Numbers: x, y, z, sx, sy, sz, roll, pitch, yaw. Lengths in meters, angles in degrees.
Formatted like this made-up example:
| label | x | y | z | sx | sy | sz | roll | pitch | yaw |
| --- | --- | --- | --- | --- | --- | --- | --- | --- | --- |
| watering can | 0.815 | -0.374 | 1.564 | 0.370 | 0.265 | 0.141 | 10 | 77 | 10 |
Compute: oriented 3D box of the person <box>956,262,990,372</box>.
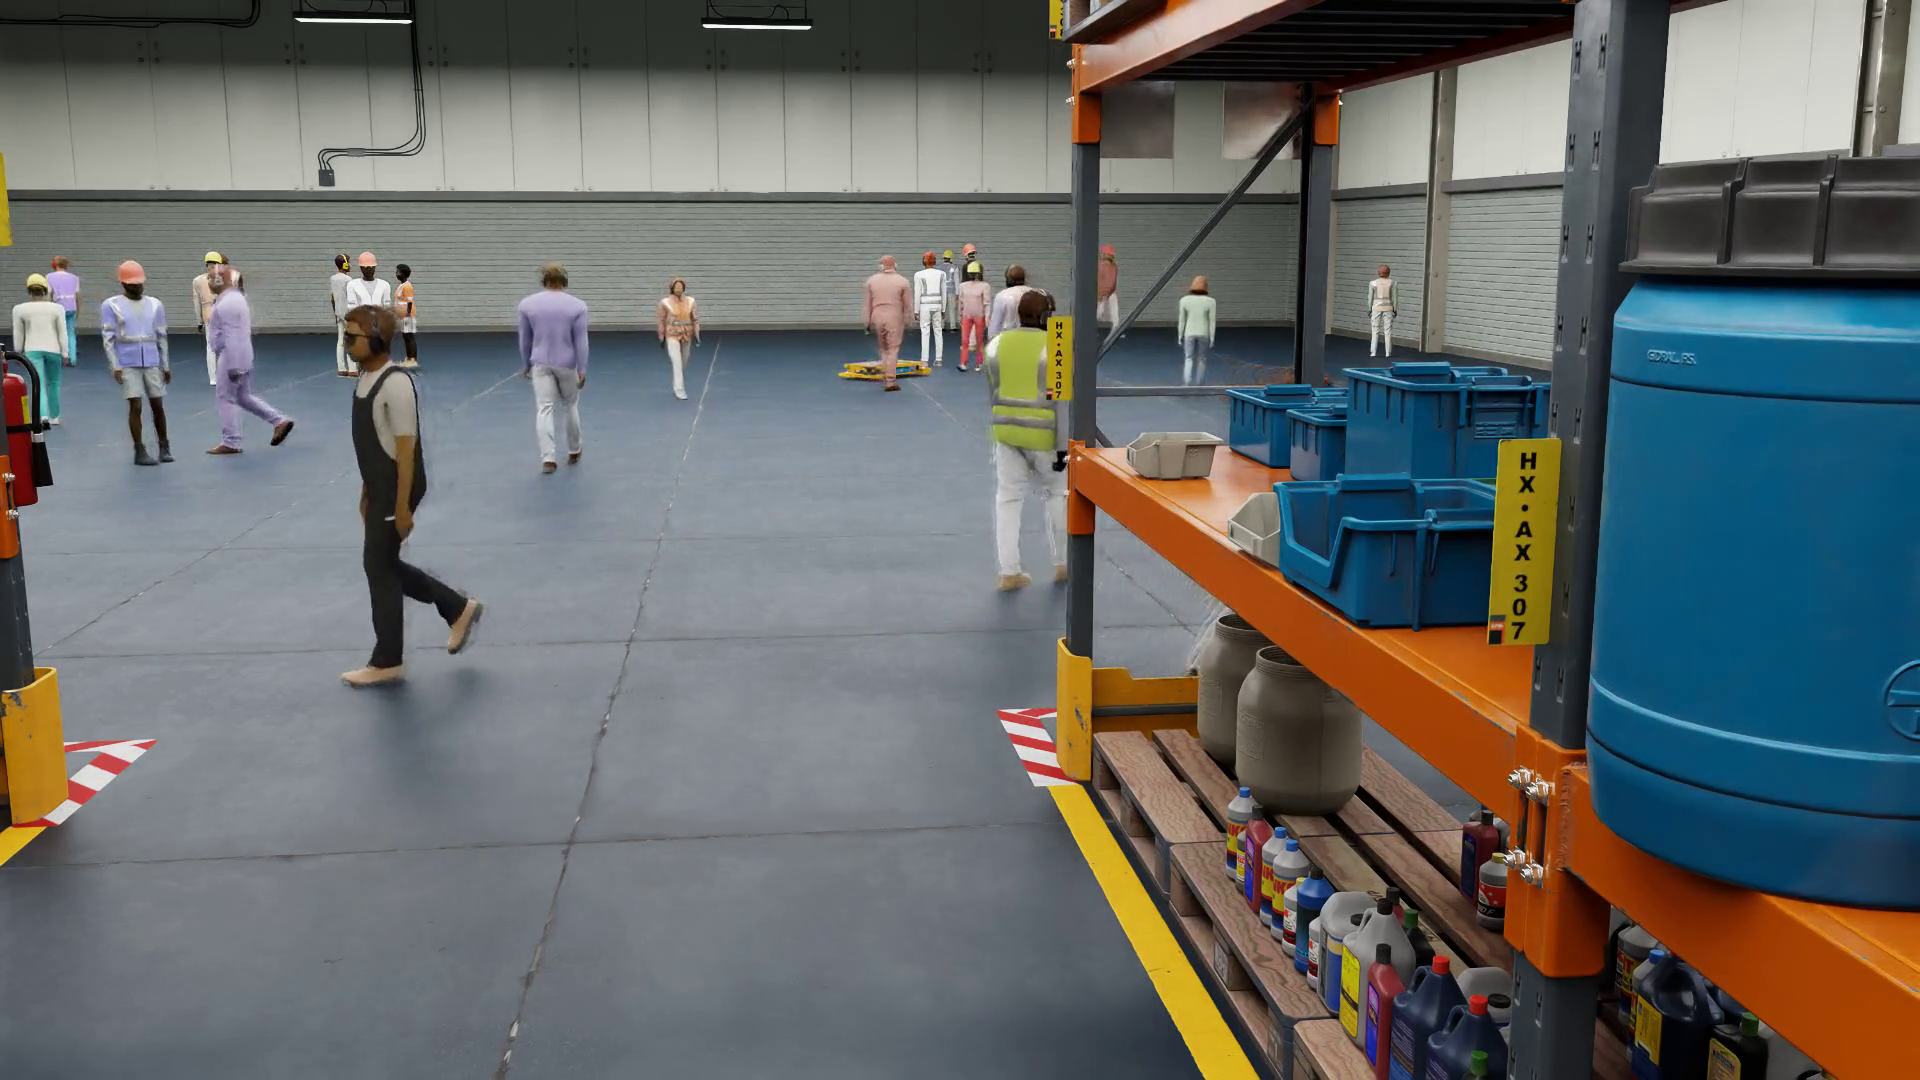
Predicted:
| label | x | y | z | sx | sy | sz | roll | pitch | yaw |
| --- | --- | --- | --- | --- | --- | --- | --- | --- | --- |
| person | 0.202 | -3.494 | 26.171 | 0.555 | 1.718 | 0.884 | 3 | 11 | 15 |

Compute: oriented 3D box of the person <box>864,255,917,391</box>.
| label | x | y | z | sx | sy | sz | roll | pitch | yaw |
| --- | --- | --- | --- | --- | --- | --- | --- | --- | --- |
| person | -0.947 | -3.025 | 23.215 | 0.728 | 1.865 | 0.735 | 4 | 11 | 21 |

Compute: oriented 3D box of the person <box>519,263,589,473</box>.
| label | x | y | z | sx | sy | sz | roll | pitch | yaw |
| --- | --- | --- | --- | --- | --- | --- | --- | --- | --- |
| person | -3.722 | -1.596 | 15.342 | 0.642 | 1.883 | 1.007 | -1 | 10 | -7 |

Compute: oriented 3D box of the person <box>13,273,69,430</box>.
| label | x | y | z | sx | sy | sz | roll | pitch | yaw |
| --- | --- | --- | --- | --- | --- | --- | --- | --- | --- |
| person | -10.234 | -2.102 | 18.546 | 0.530 | 1.732 | 0.873 | -6 | 12 | -31 |

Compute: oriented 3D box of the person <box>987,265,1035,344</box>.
| label | x | y | z | sx | sy | sz | roll | pitch | yaw |
| --- | --- | --- | --- | --- | --- | --- | --- | --- | --- |
| person | 0.552 | -2.131 | 18.457 | 0.634 | 1.812 | 0.767 | -8 | 13 | -39 |

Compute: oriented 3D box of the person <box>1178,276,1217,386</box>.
| label | x | y | z | sx | sy | sz | roll | pitch | yaw |
| --- | --- | --- | --- | --- | --- | --- | --- | --- | --- |
| person | 3.181 | -2.737 | 22.337 | 0.511 | 1.613 | 0.550 | 3 | 11 | 15 |

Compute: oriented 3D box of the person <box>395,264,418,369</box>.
| label | x | y | z | sx | sy | sz | roll | pitch | yaw |
| --- | --- | --- | --- | --- | --- | --- | --- | --- | --- |
| person | -8.992 | -3.624 | 26.976 | 0.318 | 1.700 | 0.535 | -6 | 12 | -31 |

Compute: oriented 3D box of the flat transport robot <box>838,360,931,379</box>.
| label | x | y | z | sx | sy | sz | roll | pitch | yaw |
| --- | --- | --- | --- | --- | --- | --- | --- | --- | --- |
| flat transport robot | -1.135 | -2.602 | 25.291 | 0.652 | 0.197 | 1.431 | 8 | 13 | 37 |

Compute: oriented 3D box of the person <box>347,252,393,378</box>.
| label | x | y | z | sx | sy | sz | roll | pitch | yaw |
| --- | --- | --- | --- | --- | --- | --- | --- | --- | --- |
| person | -7.538 | -2.707 | 21.297 | 0.545 | 1.938 | 0.355 | -6 | 12 | -31 |

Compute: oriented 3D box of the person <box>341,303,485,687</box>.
| label | x | y | z | sx | sy | sz | roll | pitch | yaw |
| --- | --- | --- | --- | --- | --- | --- | --- | --- | --- |
| person | -2.677 | -0.224 | 7.992 | 0.636 | 1.827 | 0.530 | -6 | 12 | -31 |

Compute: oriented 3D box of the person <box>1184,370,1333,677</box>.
| label | x | y | z | sx | sy | sz | roll | pitch | yaw |
| --- | --- | --- | --- | --- | --- | --- | --- | --- | --- |
| person | 1.415 | -0.001 | 7.438 | 0.835 | 1.576 | 0.531 | -1 | 10 | -5 |

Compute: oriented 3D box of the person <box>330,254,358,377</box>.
| label | x | y | z | sx | sy | sz | roll | pitch | yaw |
| --- | --- | --- | --- | --- | --- | --- | --- | --- | --- |
| person | -9.334 | -3.405 | 25.309 | 0.513 | 1.872 | 0.328 | 6 | 12 | 31 |

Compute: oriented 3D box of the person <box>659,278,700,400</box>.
| label | x | y | z | sx | sy | sz | roll | pitch | yaw |
| --- | --- | --- | --- | --- | --- | --- | --- | --- | --- |
| person | -3.754 | -2.685 | 22.095 | 0.508 | 1.603 | 0.814 | -6 | 12 | -30 |

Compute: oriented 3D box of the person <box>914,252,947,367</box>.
| label | x | y | z | sx | sy | sz | roll | pitch | yaw |
| --- | --- | --- | --- | --- | --- | --- | --- | --- | --- |
| person | -0.494 | -3.799 | 27.432 | 0.575 | 1.885 | 0.355 | -5 | 11 | -25 |

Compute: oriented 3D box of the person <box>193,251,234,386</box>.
| label | x | y | z | sx | sy | sz | roll | pitch | yaw |
| --- | --- | --- | --- | --- | --- | --- | --- | --- | --- |
| person | -10.653 | -3.168 | 23.867 | 0.586 | 1.921 | 0.379 | -1 | 10 | -6 |

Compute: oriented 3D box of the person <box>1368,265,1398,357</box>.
| label | x | y | z | sx | sy | sz | roll | pitch | yaw |
| --- | --- | --- | --- | --- | --- | --- | --- | --- | --- |
| person | 7.495 | -4.054 | 29.503 | 0.525 | 1.637 | 0.307 | 3 | 11 | 14 |

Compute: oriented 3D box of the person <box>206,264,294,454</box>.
| label | x | y | z | sx | sy | sz | roll | pitch | yaw |
| --- | --- | --- | --- | --- | --- | --- | --- | --- | --- |
| person | -7.096 | -1.793 | 16.463 | 0.710 | 1.879 | 0.678 | -2 | 11 | -13 |

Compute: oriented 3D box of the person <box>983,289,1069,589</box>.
| label | x | y | z | sx | sy | sz | roll | pitch | yaw |
| --- | --- | --- | --- | --- | --- | --- | --- | --- | --- |
| person | 0.489 | -0.624 | 10.236 | 0.630 | 1.814 | 0.816 | 6 | 12 | 28 |

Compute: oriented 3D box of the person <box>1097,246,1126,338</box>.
| label | x | y | z | sx | sy | sz | roll | pitch | yaw |
| --- | --- | --- | --- | --- | --- | --- | --- | --- | --- |
| person | 3.088 | -5.267 | 35.315 | 0.636 | 1.951 | 1.009 | -9 | 13 | -39 |

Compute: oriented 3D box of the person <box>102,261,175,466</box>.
| label | x | y | z | sx | sy | sz | roll | pitch | yaw |
| --- | --- | --- | --- | --- | --- | --- | --- | --- | --- |
| person | -7.682 | -1.637 | 15.558 | 0.501 | 1.898 | 0.589 | 10 | 14 | 44 |

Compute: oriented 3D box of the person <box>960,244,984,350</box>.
| label | x | y | z | sx | sy | sz | roll | pitch | yaw |
| --- | --- | --- | --- | --- | --- | --- | --- | --- | --- |
| person | 0.210 | -4.591 | 31.480 | 0.392 | 1.989 | 0.610 | 7 | 13 | 34 |

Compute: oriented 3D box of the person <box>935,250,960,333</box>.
| label | x | y | z | sx | sy | sz | roll | pitch | yaw |
| --- | --- | --- | --- | --- | --- | --- | --- | --- | --- |
| person | -0.272 | -5.539 | 37.109 | 0.592 | 1.832 | 0.404 | 5 | 11 | 23 |

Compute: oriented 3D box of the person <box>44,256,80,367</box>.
| label | x | y | z | sx | sy | sz | roll | pitch | yaw |
| --- | --- | --- | --- | --- | --- | --- | --- | --- | --- |
| person | -14.733 | -3.744 | 27.290 | 0.497 | 1.820 | 0.598 | 6 | 12 | 32 |

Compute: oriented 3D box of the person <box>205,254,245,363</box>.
| label | x | y | z | sx | sy | sz | roll | pitch | yaw |
| --- | --- | --- | --- | --- | --- | --- | --- | --- | --- |
| person | -12.422 | -3.906 | 28.130 | 0.619 | 1.845 | 0.430 | -6 | 12 | -30 |
